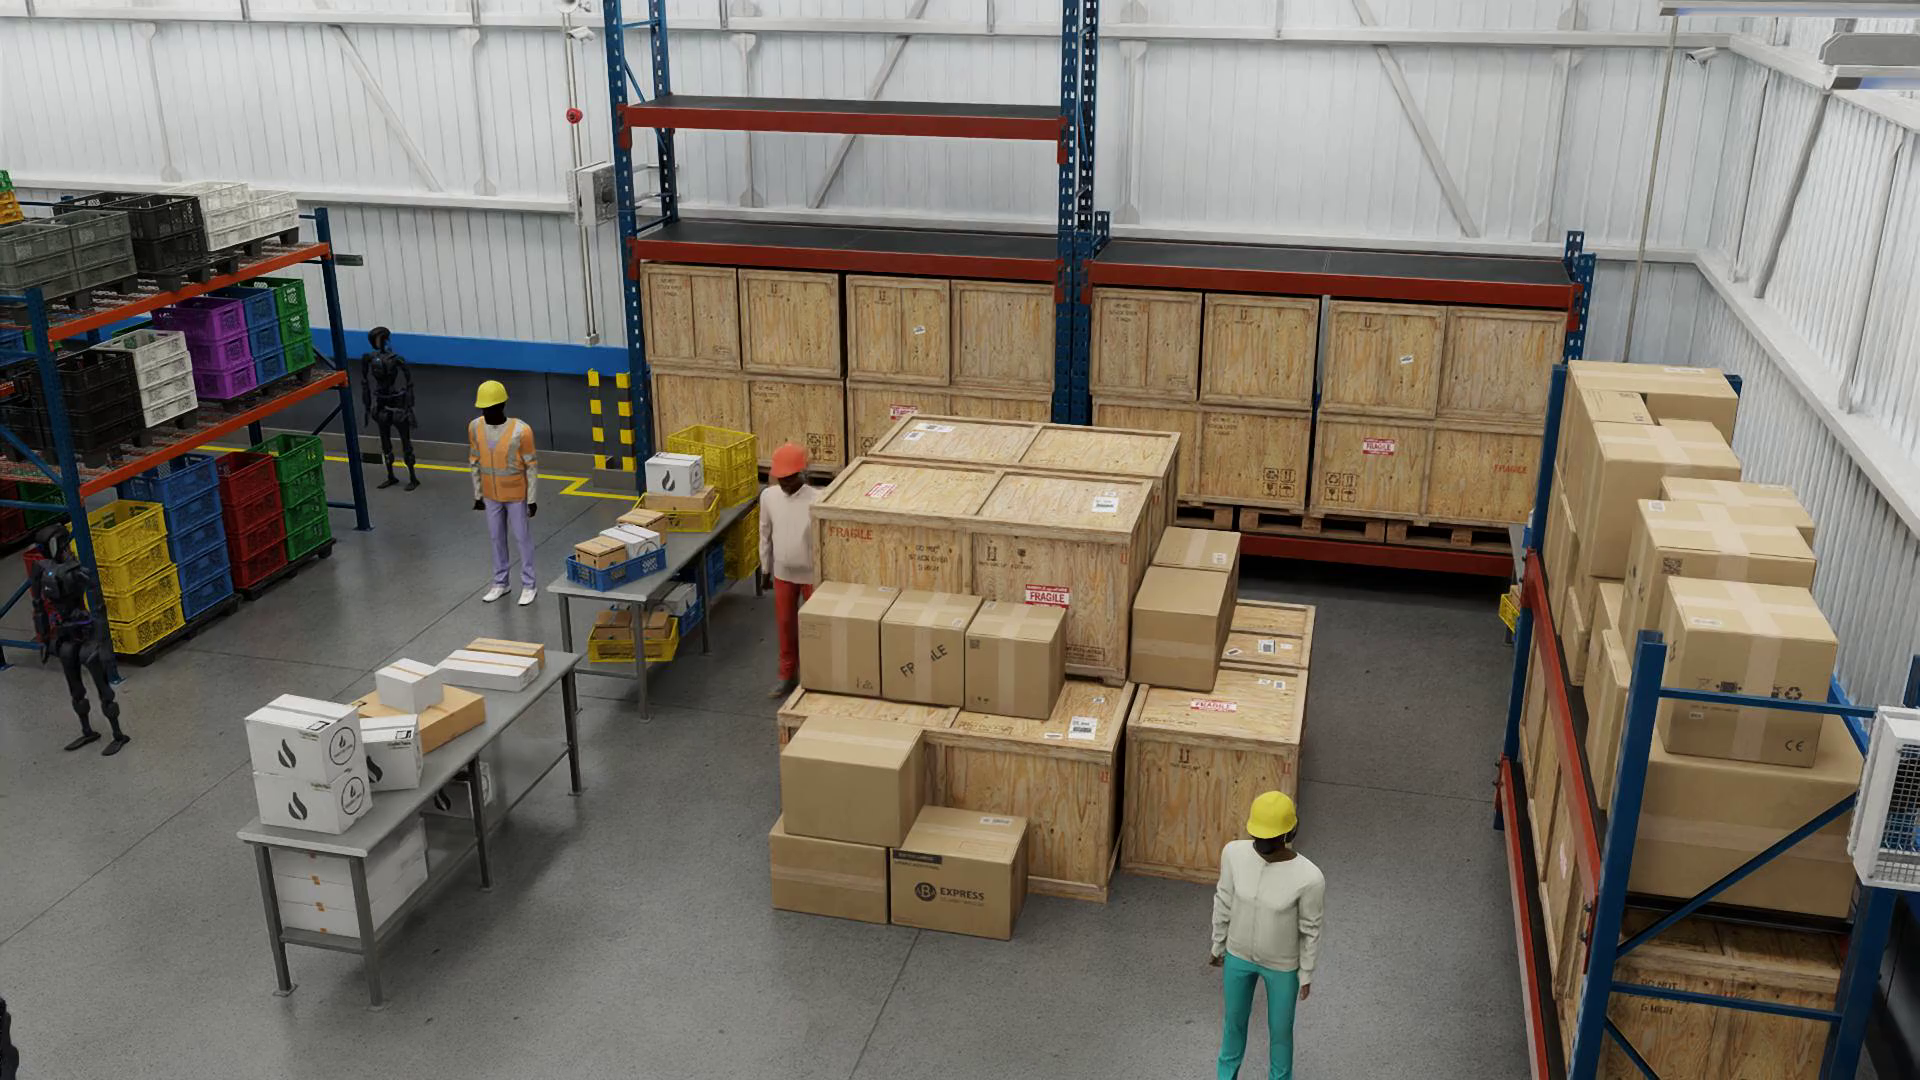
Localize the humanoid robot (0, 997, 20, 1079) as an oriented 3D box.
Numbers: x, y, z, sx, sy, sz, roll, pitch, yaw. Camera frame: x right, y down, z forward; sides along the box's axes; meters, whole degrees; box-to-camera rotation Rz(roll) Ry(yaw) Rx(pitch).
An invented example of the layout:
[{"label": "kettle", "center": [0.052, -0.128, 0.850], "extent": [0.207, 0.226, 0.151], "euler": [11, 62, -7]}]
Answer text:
[{"label": "humanoid robot", "center": [-4.353, 2.215, 7.259], "extent": [0.590, 1.657, 0.328], "euler": [6, 22, 15]}]

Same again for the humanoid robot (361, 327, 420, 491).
[{"label": "humanoid robot", "center": [-5.631, -1.300, 16.459], "extent": [0.590, 1.654, 0.328], "euler": [6, 22, 15]}]

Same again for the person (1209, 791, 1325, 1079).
[{"label": "person", "center": [1.419, 1.964, 7.810], "extent": [0.522, 1.768, 0.311], "euler": [12, 24, 28]}]

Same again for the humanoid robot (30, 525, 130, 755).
[{"label": "humanoid robot", "center": [-5.989, 0.677, 11.282], "extent": [0.590, 1.657, 0.328], "euler": [6, 22, 15]}]

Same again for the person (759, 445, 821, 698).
[{"label": "person", "center": [-1.176, 0.252, 12.022], "extent": [0.616, 1.978, 0.508], "euler": [7, 22, 18]}]

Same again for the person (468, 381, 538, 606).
[{"label": "person", "center": [-3.764, -0.389, 13.743], "extent": [0.588, 1.926, 0.385], "euler": [6, 22, 15]}]
